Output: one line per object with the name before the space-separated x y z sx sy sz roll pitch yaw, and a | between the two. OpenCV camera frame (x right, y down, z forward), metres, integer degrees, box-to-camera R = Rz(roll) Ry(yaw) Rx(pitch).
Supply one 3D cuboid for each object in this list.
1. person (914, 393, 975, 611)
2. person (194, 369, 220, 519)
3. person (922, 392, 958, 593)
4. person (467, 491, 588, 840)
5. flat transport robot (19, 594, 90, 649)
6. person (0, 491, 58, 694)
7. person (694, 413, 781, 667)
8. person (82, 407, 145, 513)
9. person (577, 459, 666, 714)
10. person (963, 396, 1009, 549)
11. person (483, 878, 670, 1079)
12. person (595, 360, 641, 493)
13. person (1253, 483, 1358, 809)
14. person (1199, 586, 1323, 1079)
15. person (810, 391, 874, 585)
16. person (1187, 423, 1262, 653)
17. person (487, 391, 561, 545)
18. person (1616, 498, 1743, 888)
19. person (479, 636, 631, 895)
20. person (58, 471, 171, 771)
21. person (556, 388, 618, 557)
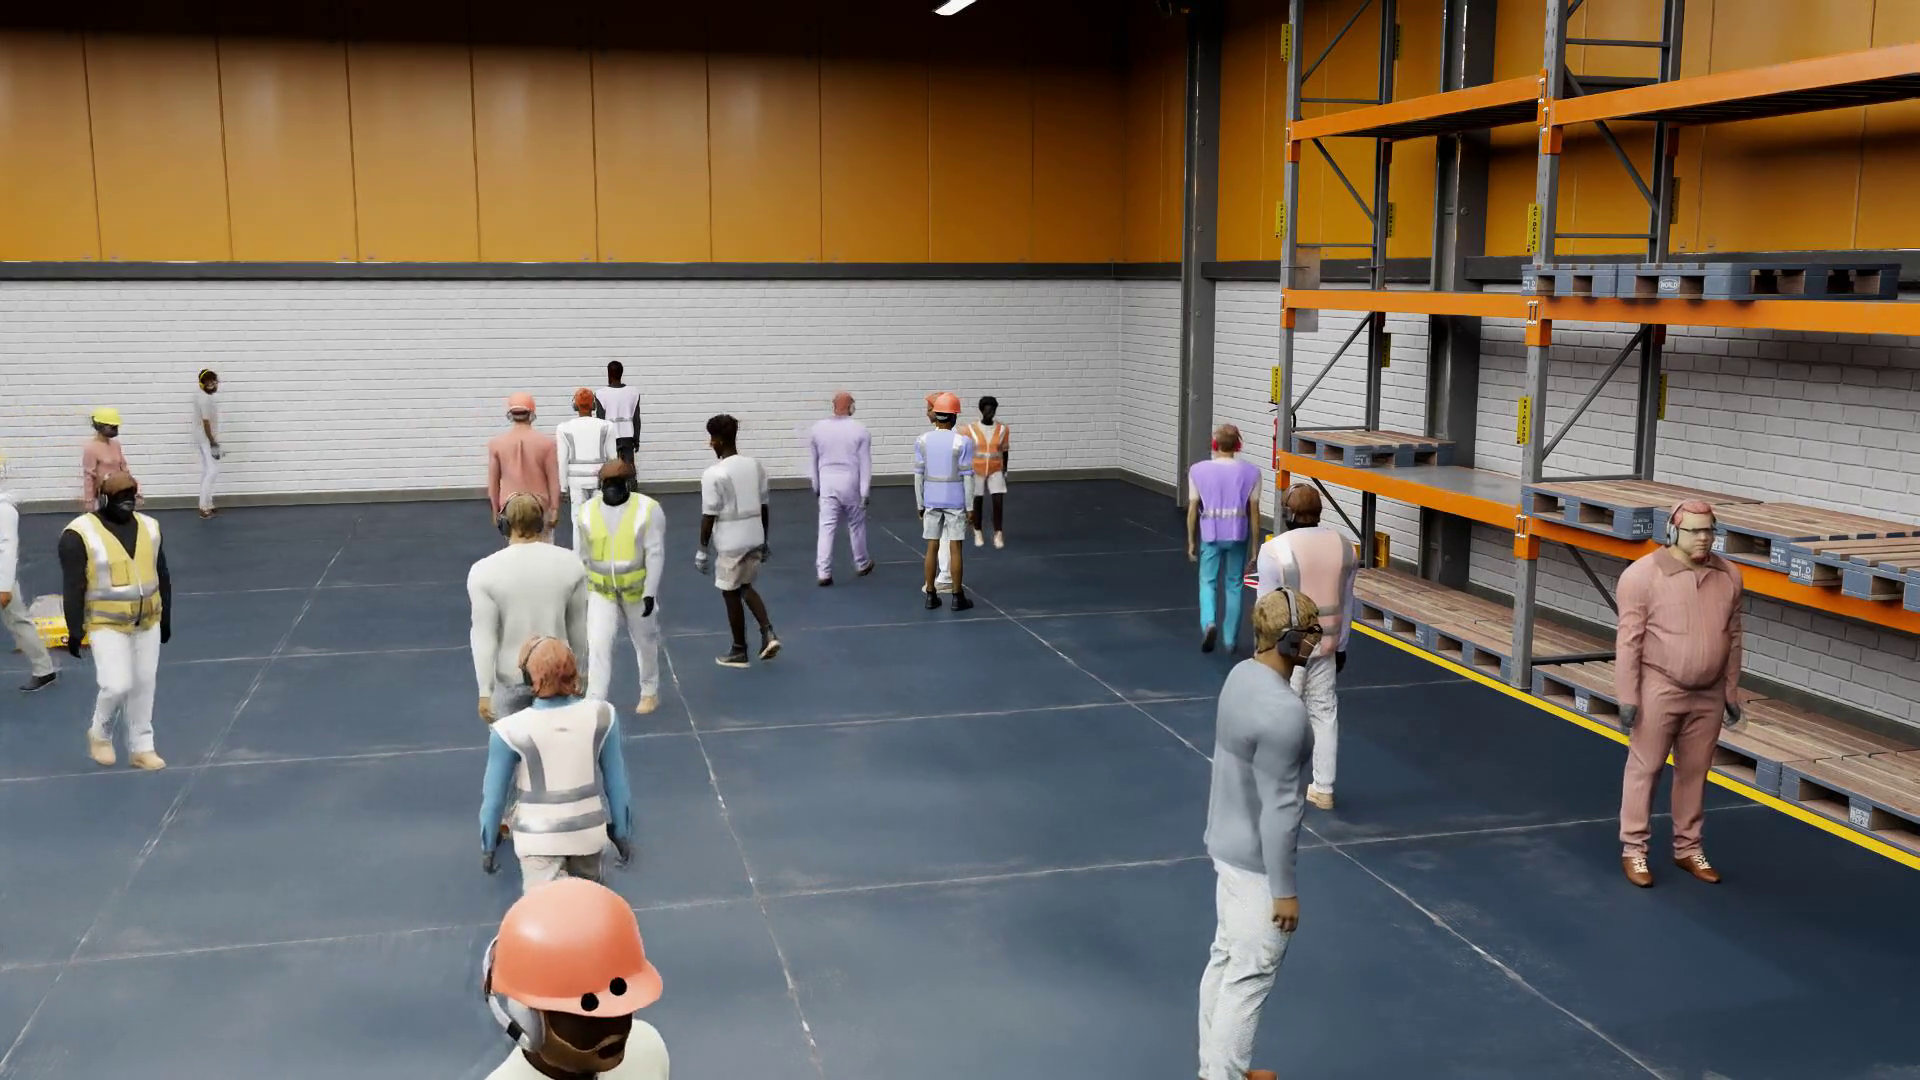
person | -0.122 -0.336 14.742 0.553 1.935 0.361 3 10 20
person | -9.217 -1.190 20.430 0.339 1.831 0.666 -4 10 -21
person | -0.173 -0.444 15.579 0.351 1.885 0.576 1 9 8
person | -2.167 0.690 8.493 0.641 1.892 1.027 -7 11 -35
flat transport robot | -7.357 0.644 13.806 0.652 0.197 1.431 -4 10 -22
person | -6.762 0.250 11.567 0.607 1.788 0.915 4 10 25
person | -1.676 0.020 12.506 0.490 1.949 0.634 6 11 35
person | -8.065 -0.388 15.669 0.501 1.743 0.541 0 9 2
person | -2.237 0.347 10.976 0.612 1.780 1.008 1 9 3
person | 0.288 -0.722 17.988 0.544 1.671 0.706 -1 9 -8
person | -0.634 1.542 2.913 0.742 1.964 0.651 5 10 29
person | -4.196 -1.240 20.433 0.591 1.922 0.392 -7 11 -36
person | 1.874 0.600 9.202 0.634 1.839 0.429 -4 10 -23
person | 1.046 1.110 5.786 0.391 1.927 0.644 0 9 -1
person | -1.138 -0.508 16.088 0.657 1.856 1.009 2 9 15
person | 2.055 0.010 12.942 0.569 1.831 0.543 1 9 7
person | -3.743 -0.292 14.346 0.638 1.970 0.492 0 9 -3
person | 3.515 0.742 8.112 0.647 1.906 0.406 -2 9 -9
person | -1.598 1.154 6.432 0.545 1.602 0.782 -7 11 -36
person | -4.985 0.493 9.904 0.436 1.825 0.650 5 11 30
person | -3.598 -0.529 16.119 0.573 1.882 0.356 -2 9 -14
